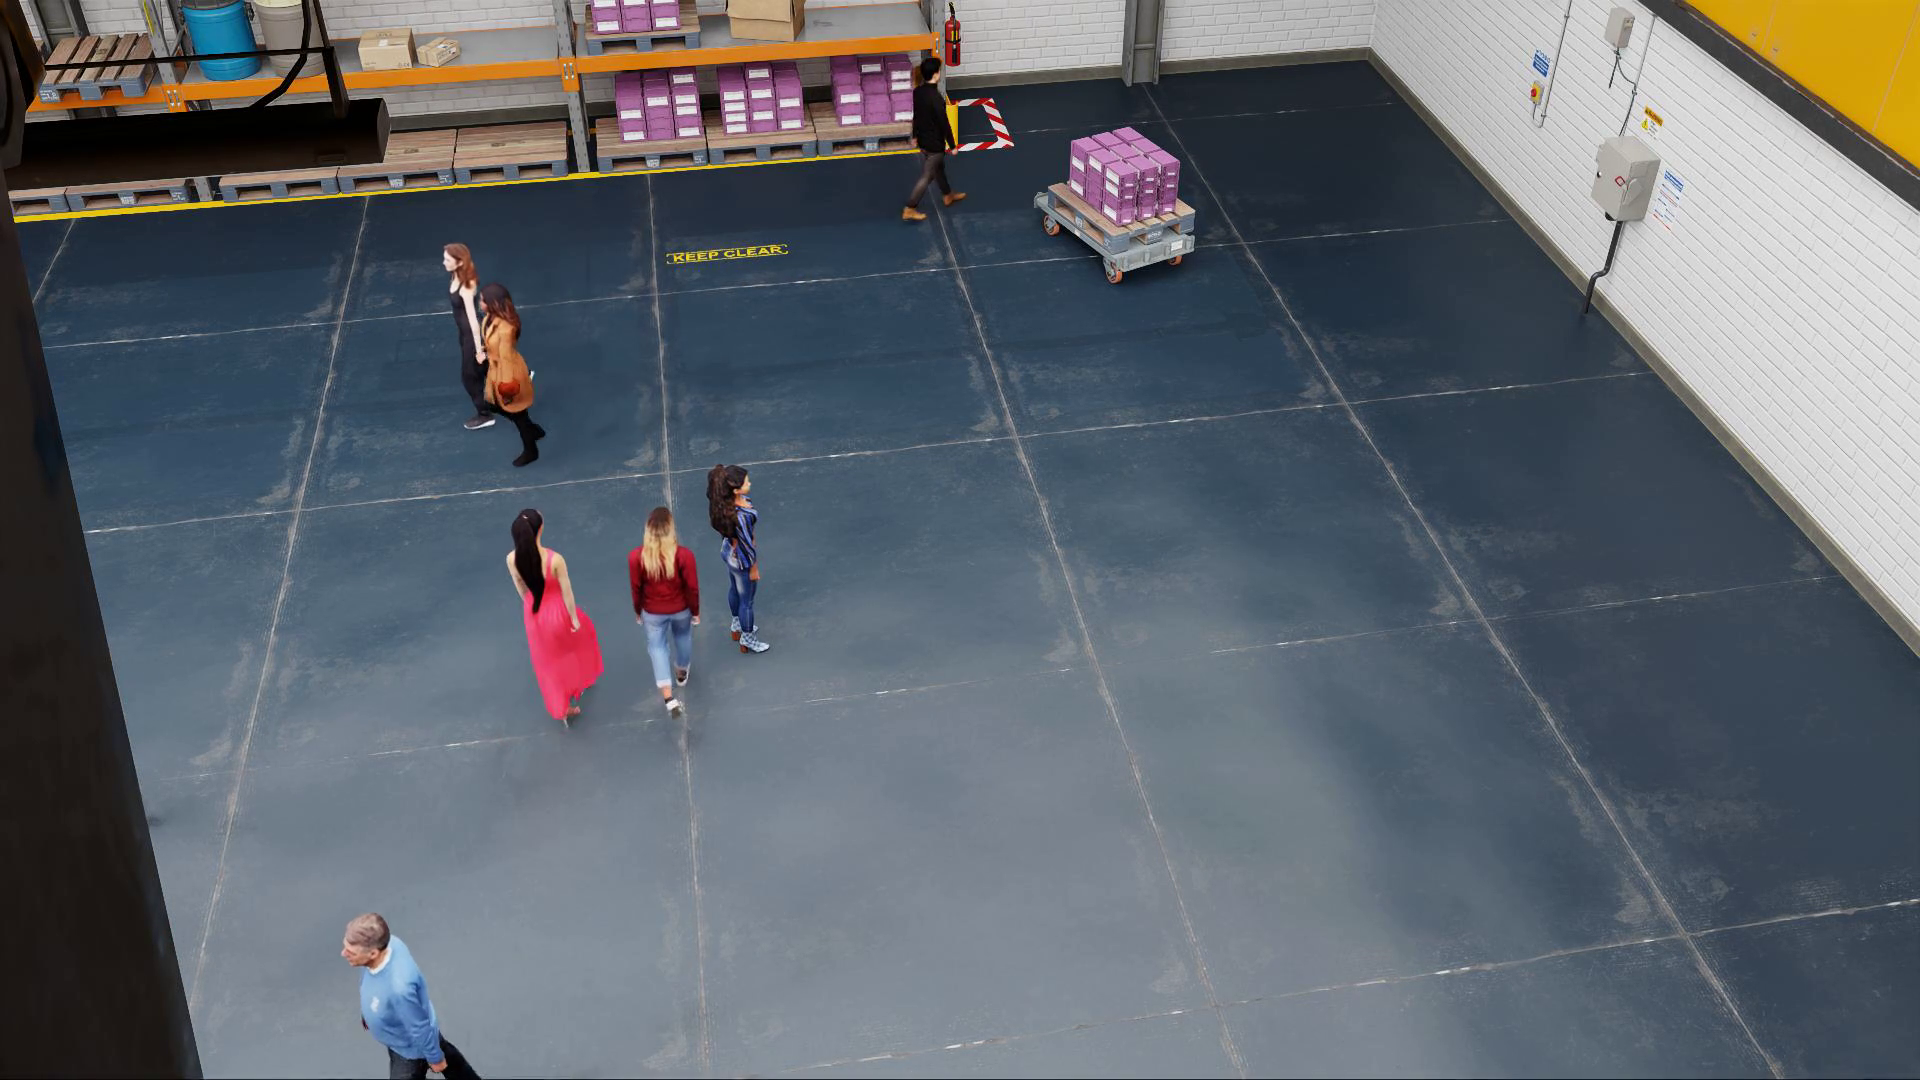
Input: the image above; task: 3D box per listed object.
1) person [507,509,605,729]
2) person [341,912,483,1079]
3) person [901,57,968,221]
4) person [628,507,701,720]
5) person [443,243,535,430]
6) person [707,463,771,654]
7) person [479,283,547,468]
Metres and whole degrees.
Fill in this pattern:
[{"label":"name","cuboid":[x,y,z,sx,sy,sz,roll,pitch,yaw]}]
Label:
[{"label":"person","cuboid":[-2.797,0.590,11.211,0.835,1.700,0.788,5,39,6]},{"label":"person","cuboid":[-2.801,2.532,8.716,1.165,1.780,0.964,-23,44,-26]},{"label":"person","cuboid":[-0.346,-4.064,17.049,1.167,1.688,0.881,-19,43,-23]},{"label":"person","cuboid":[-1.993,0.521,11.370,0.906,1.609,0.669,-6,39,-8]},{"label":"person","cuboid":[-4.038,-1.760,14.130,1.021,1.730,0.811,-22,43,-25]},{"label":"person","cuboid":[-1.566,0.122,11.863,0.635,1.618,0.671,-16,41,-19]},{"label":"person","cuboid":[-3.605,-1.354,13.637,0.816,1.710,0.812,-21,43,-24]}]
